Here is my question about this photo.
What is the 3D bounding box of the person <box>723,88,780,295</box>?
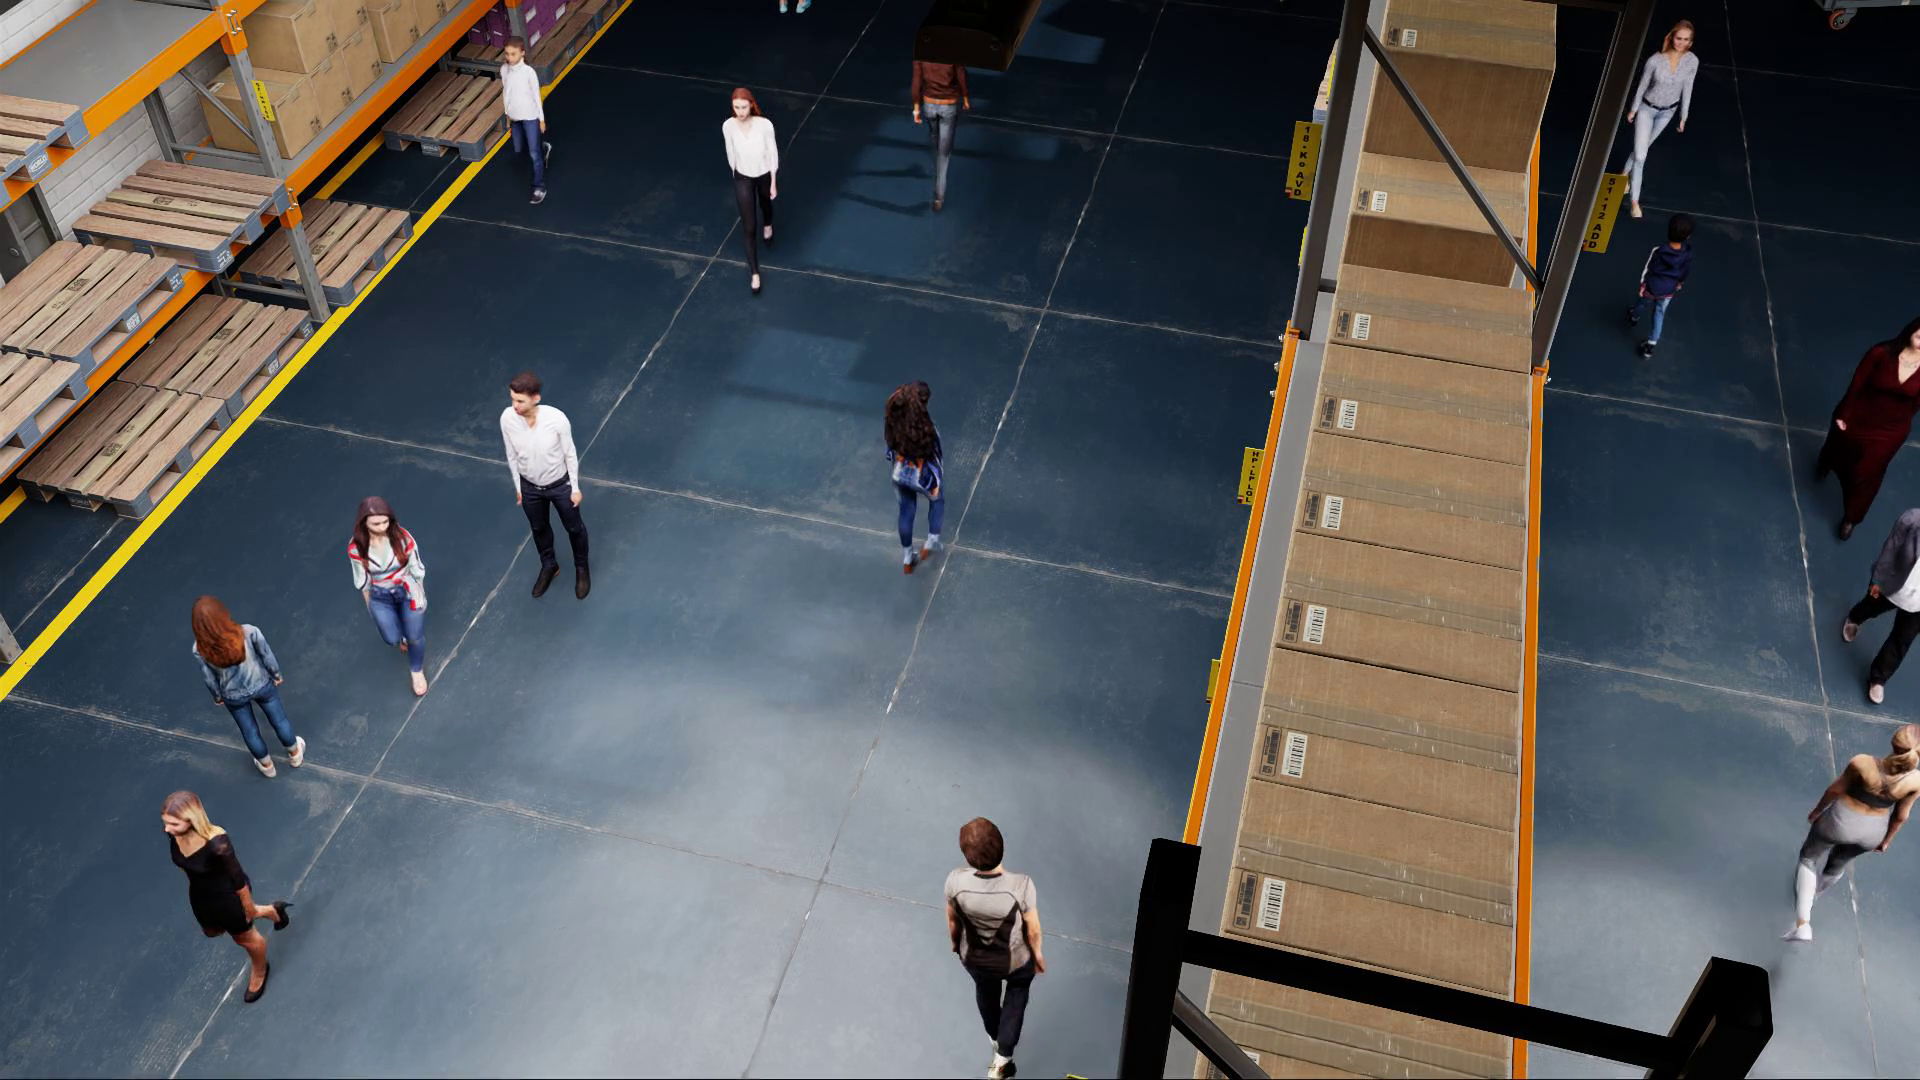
[{"bbox_3d":[-1.709,-3.045,14.044,0.866,1.705,1.259,-2,44,-3],"label":"person"}]

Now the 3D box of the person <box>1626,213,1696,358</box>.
[{"bbox_3d":[5.638,-2.021,13.343,0.582,1.188,0.850,6,44,6],"label":"person"}]

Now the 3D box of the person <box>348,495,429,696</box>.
[{"bbox_3d":[-3.594,0.290,10.622,0.786,1.596,0.877,-10,44,-10],"label":"person"}]

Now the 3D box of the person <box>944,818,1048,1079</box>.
[{"bbox_3d":[0.167,2.158,8.460,0.704,1.874,0.812,9,44,9],"label":"person"}]

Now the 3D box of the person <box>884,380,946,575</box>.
[{"bbox_3d":[-0.339,-0.389,11.324,0.654,1.610,0.652,16,46,16],"label":"person"}]

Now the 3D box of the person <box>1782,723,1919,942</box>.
[{"bbox_3d":[4.890,1.635,9.140,0.622,1.692,0.932,15,46,16],"label":"person"}]

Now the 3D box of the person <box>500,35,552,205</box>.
[{"bbox_3d":[-3.889,-3.855,15.008,0.505,1.547,0.837,10,45,11],"label":"person"}]

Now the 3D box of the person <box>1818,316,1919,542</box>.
[{"bbox_3d":[6.446,-0.902,11.783,0.793,1.721,1.104,18,46,18],"label":"person"}]

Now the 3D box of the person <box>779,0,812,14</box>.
[{"bbox_3d":[-1.847,-6.459,17.585,0.592,1.764,0.571,6,44,7],"label":"person"}]

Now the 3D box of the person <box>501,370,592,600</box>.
[{"bbox_3d":[-2.766,-0.398,11.148,0.647,1.867,0.627,4,44,4],"label":"person"}]

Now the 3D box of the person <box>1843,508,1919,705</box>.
[{"bbox_3d":[6.090,0.236,10.694,0.714,1.574,1.039,15,46,15],"label":"person"}]

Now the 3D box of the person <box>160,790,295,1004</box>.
[{"bbox_3d":[-3.912,1.840,8.944,0.633,1.666,0.798,18,46,18],"label":"person"}]

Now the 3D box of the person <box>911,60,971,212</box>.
[{"bbox_3d":[-0.173,-3.771,14.784,0.688,1.735,1.150,8,44,8],"label":"person"}]

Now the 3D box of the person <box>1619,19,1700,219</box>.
[{"bbox_3d":[6.181,-3.821,14.825,0.725,1.750,1.158,5,44,5],"label":"person"}]

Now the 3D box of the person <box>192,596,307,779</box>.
[{"bbox_3d":[-4.329,0.887,10.082,0.628,1.476,0.678,-20,47,-20],"label":"person"}]
